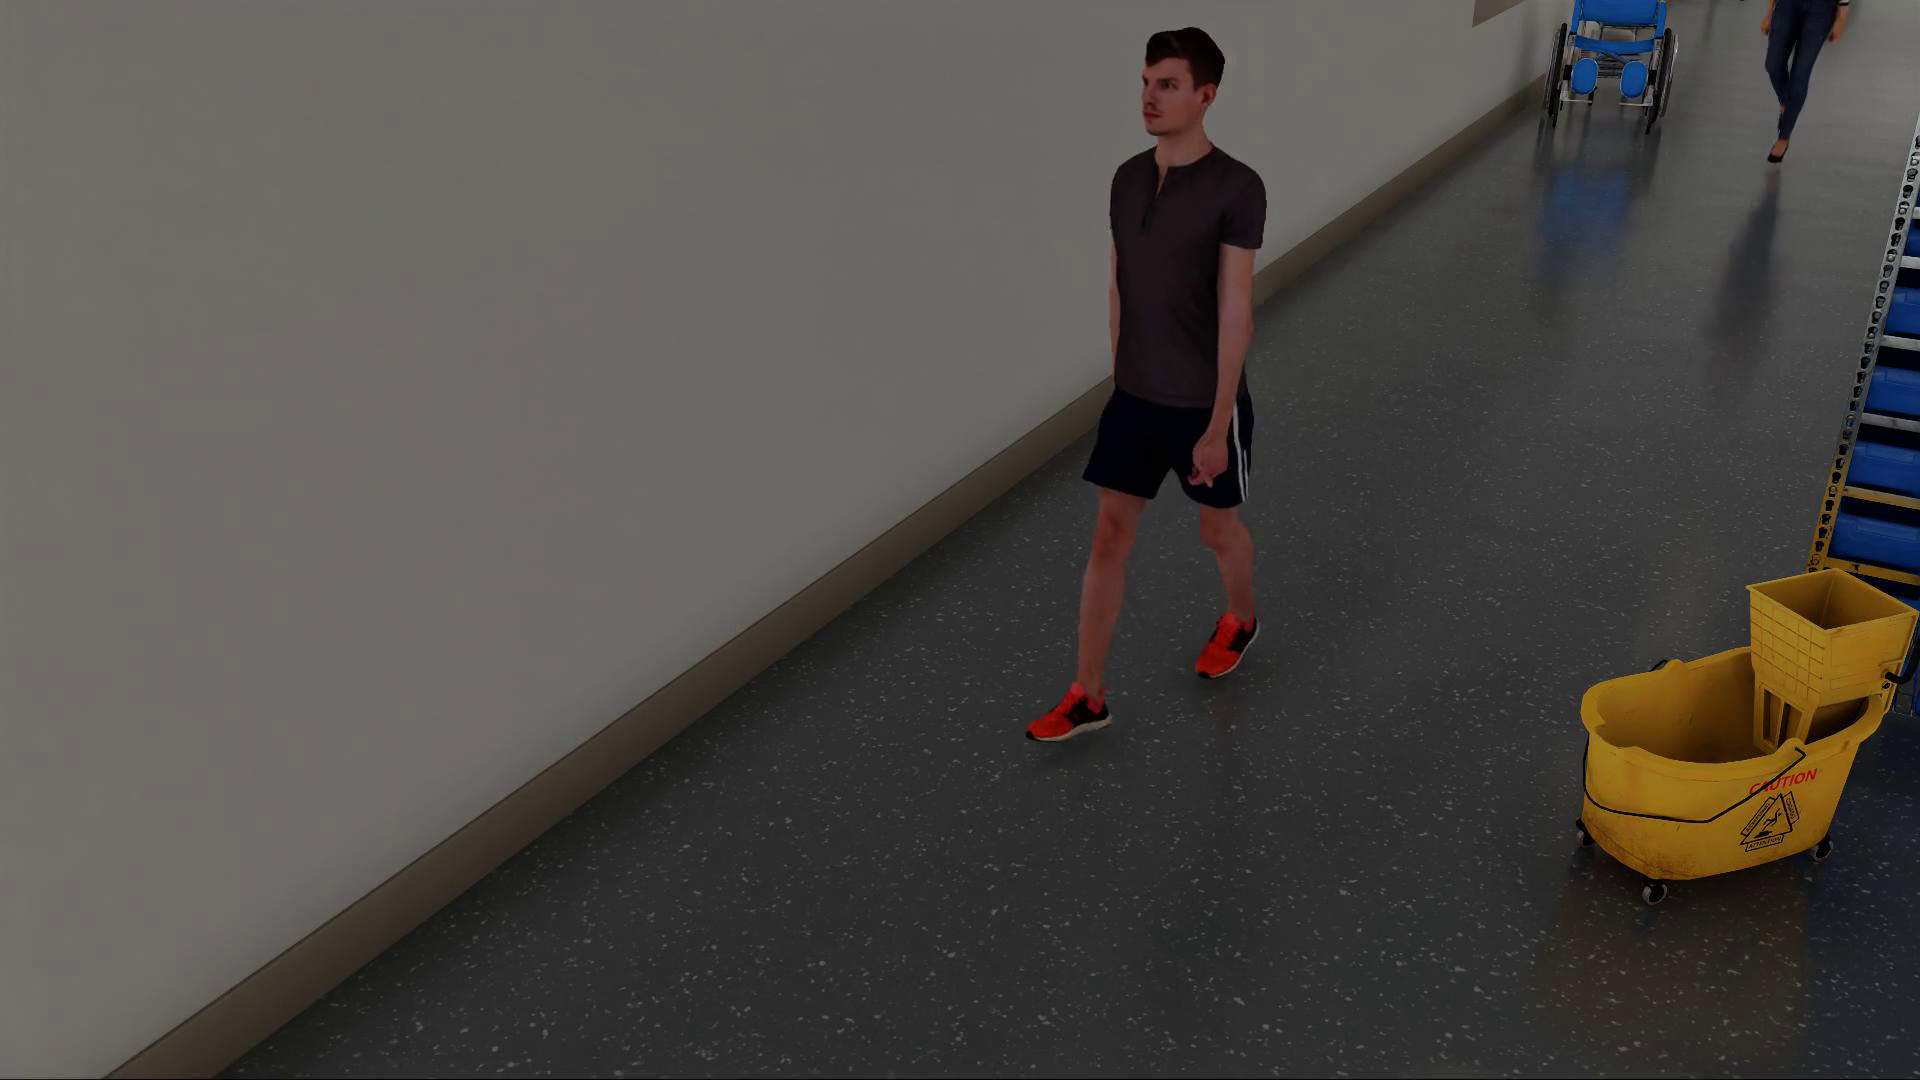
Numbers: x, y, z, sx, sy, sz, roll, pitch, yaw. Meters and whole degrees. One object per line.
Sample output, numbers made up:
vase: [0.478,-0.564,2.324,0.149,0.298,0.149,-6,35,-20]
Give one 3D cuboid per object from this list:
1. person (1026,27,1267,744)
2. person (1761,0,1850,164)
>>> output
person: [0.634,-0.371,4.347,1.166,1.810,0.893,22,33,38]
person: [5.276,-3.256,10.346,0.710,1.778,0.729,19,31,33]
